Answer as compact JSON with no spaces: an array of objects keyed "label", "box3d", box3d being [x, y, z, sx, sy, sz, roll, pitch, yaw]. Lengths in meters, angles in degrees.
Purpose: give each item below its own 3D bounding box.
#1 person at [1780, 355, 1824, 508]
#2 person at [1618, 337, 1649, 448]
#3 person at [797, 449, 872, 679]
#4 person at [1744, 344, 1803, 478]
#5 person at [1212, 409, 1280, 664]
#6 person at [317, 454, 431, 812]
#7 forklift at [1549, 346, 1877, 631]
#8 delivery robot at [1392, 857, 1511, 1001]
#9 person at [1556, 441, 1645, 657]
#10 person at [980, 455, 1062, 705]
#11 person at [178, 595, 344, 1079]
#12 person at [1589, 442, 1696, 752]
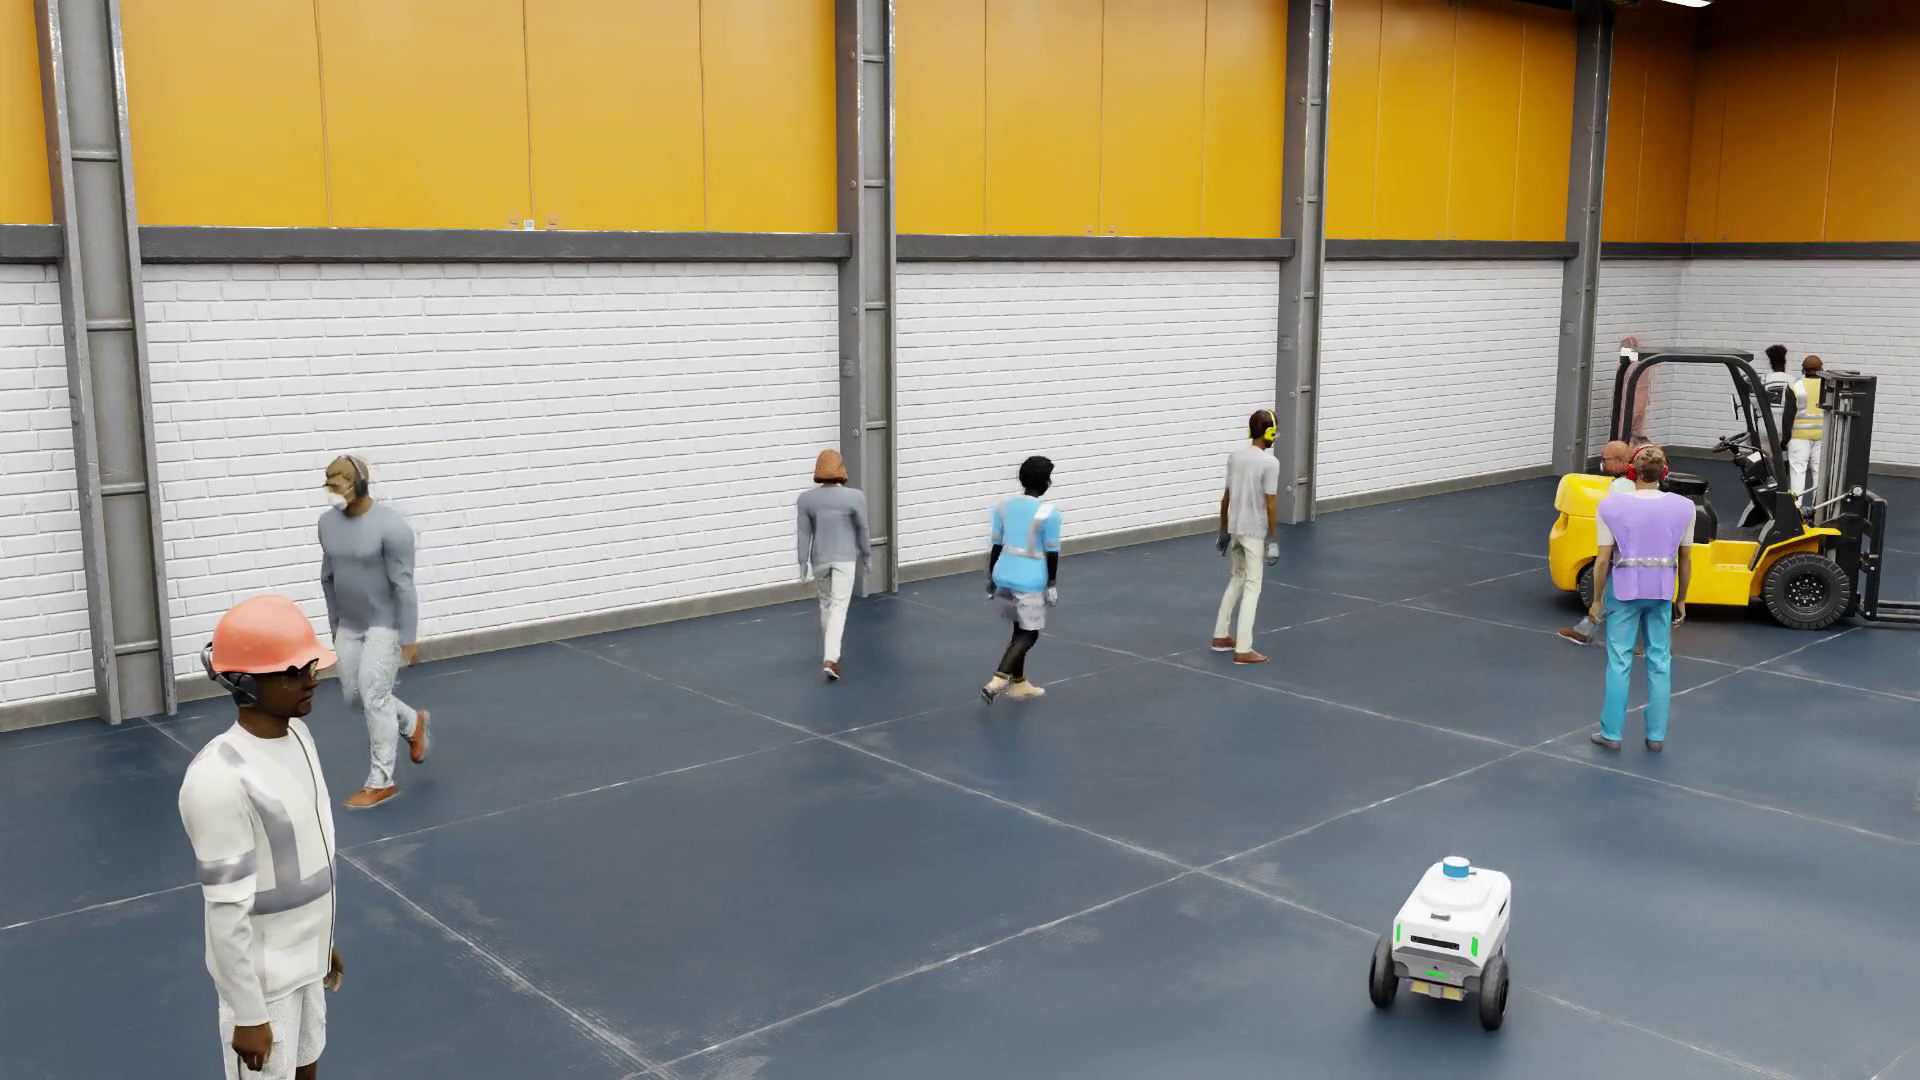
[{"label":"person","box3d":[9.522,-1.153,18.684,0.624,1.841,0.430,0,10,1]},{"label":"person","box3d":[8.966,-1.776,22.254,0.395,1.876,0.728,9,13,43]},{"label":"person","box3d":[-0.908,0.159,11.736,0.495,1.599,0.852,2,10,12]},{"label":"person","box3d":[9.316,-1.270,19.034,0.659,1.953,0.548,7,12,34]},{"label":"person","box3d":[2.126,-0.029,12.099,0.435,1.845,0.557,-5,11,-29]},{"label":"person","box3d":[-3.140,0.458,9.050,0.660,1.912,0.721,5,11,25]},{"label":"forklift","box3d":[6.109,-0.478,13.691,2.313,2.155,1.214,3,10,16]},{"label":"delivery robot","box3d":[1.961,1.503,6.609,0.477,0.478,0.707,5,11,27]},{"label":"person","box3d":[4.886,0.058,12.328,0.839,1.579,0.509,7,12,35]},{"label":"person","box3d":[0.345,0.284,10.768,0.637,1.660,0.541,-9,13,-41]},{"label":"person","box3d":[-1.850,1.155,4.567,0.378,2.045,0.605,-1,10,-3]},{"label":"person","box3d":[4.025,0.352,9.845,0.564,1.847,0.388,1,10,4]}]
